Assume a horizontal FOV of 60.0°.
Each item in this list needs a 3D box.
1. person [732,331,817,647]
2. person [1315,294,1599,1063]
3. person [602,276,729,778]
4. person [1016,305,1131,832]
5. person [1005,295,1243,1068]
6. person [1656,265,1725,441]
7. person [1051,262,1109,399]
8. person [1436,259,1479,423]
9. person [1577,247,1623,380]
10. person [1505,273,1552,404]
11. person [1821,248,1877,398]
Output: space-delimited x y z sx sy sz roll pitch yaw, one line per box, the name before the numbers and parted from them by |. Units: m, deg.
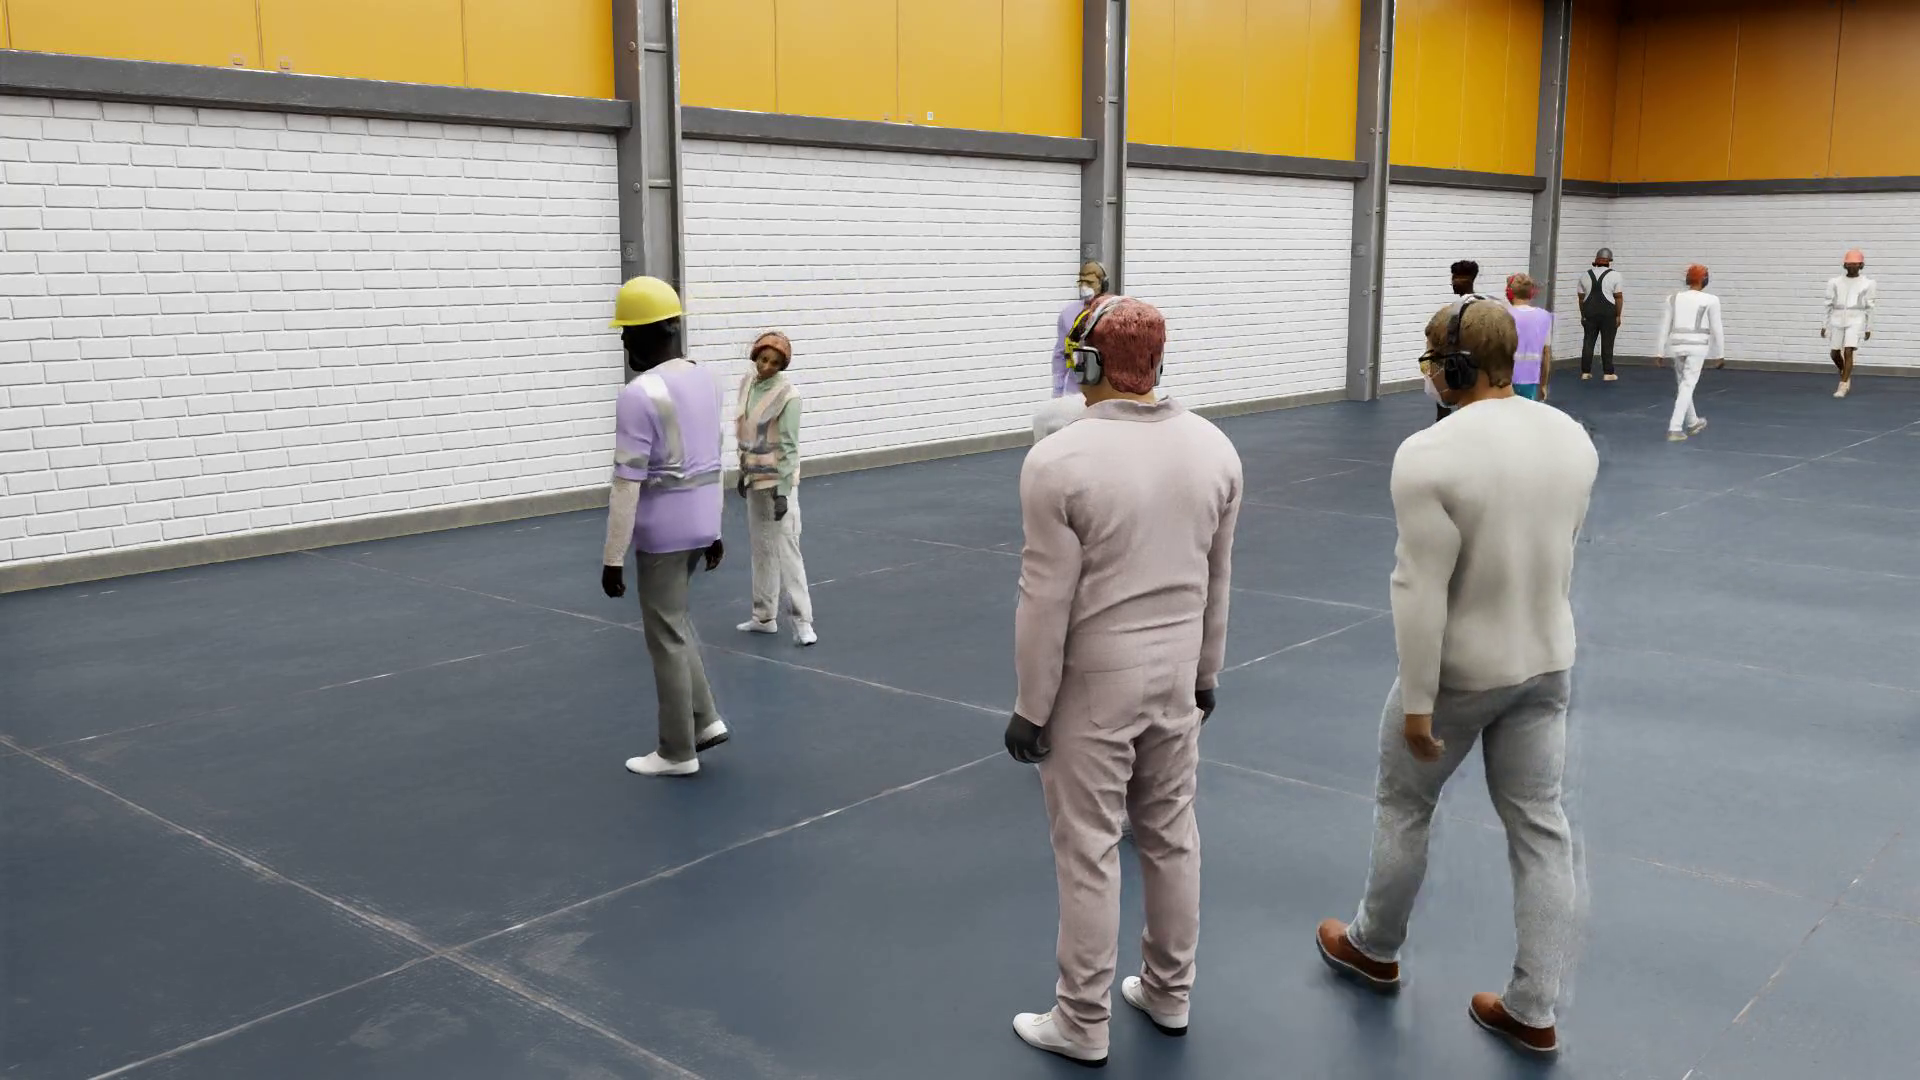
person | -0.987 -0.268 8.545 0.325 1.611 0.612 -7 12 -36
person | 1.289 0.325 4.341 0.658 1.897 0.900 -4 11 -21
person | -1.119 -0.028 6.283 0.404 1.913 0.623 4 11 21
person | 0.485 0.086 5.916 0.524 1.826 0.975 -4 11 -23
person | 0.383 0.352 4.159 0.649 1.907 0.409 -7 12 -33
person | 7.810 -1.991 17.691 0.971 1.831 0.628 -7 12 -36
person | 0.928 -1.033 12.064 0.652 1.936 0.615 7 12 35
person | 4.736 -1.629 15.388 0.931 1.934 0.621 -2 10 -11
person | 9.885 -3.484 25.619 0.682 2.000 0.538 9 13 42
person | 4.616 -1.284 13.715 0.576 1.822 0.778 -2 10 -13
person | 12.159 -2.968 22.745 0.616 2.024 0.845 9 13 42
